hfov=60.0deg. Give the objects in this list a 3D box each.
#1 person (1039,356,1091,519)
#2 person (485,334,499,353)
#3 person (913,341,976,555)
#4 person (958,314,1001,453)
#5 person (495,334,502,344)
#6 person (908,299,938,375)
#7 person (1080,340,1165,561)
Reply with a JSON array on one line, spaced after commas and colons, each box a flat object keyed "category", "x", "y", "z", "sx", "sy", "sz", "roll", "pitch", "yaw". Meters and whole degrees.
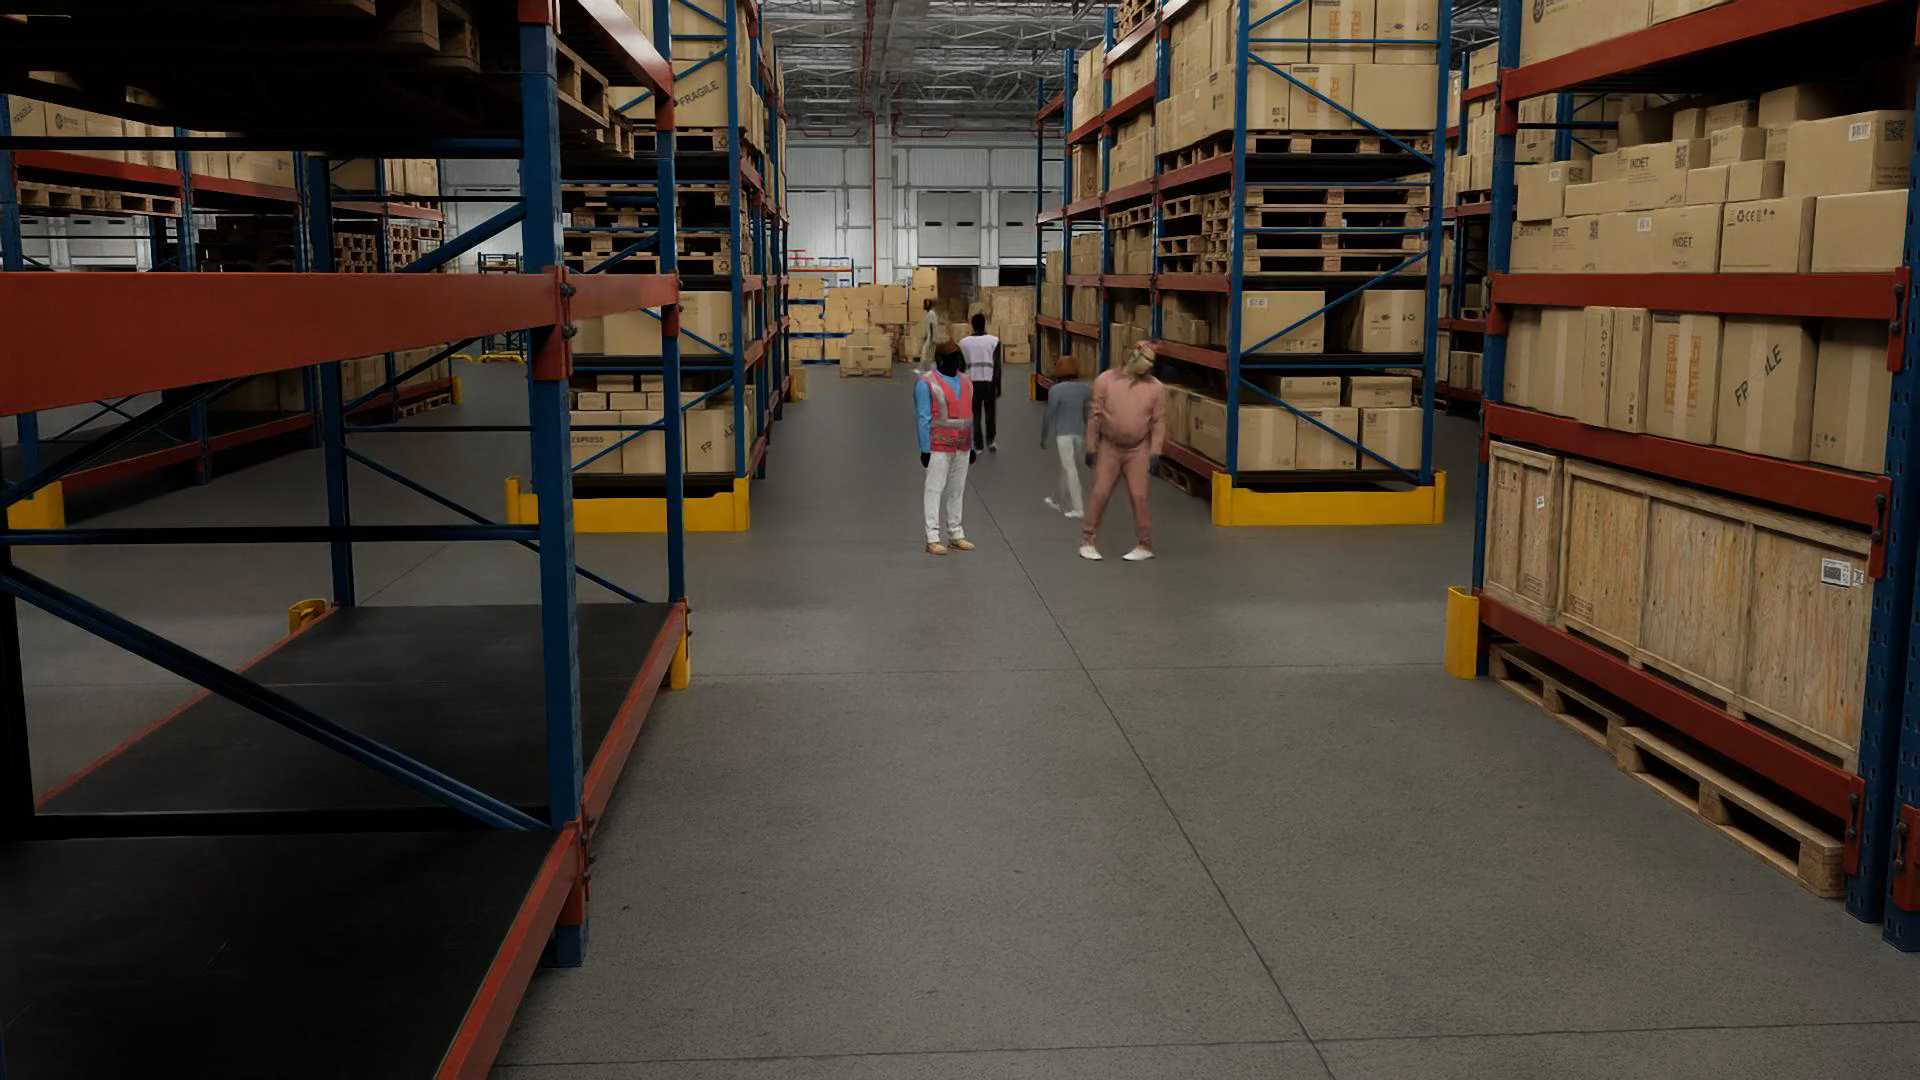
[{"category": "person", "x": 1.009, "y": -1.033, "z": 16.599, "sx": 0.526, "sy": 1.593, "sz": 0.802, "roll": -7, "pitch": 11, "yaw": -36}, {"category": "person", "x": -14.568, "y": -6.762, "z": 51.606, "sx": 0.381, "sy": 1.917, "sz": 0.584, "roll": 6, "pitch": 11, "yaw": 35}, {"category": "person", "x": -0.103, "y": -0.799, "z": 14.398, "sx": 0.631, "sy": 1.843, "sz": 0.429, "roll": -8, "pitch": 12, "yaw": -42}, {"category": "person", "x": 0.279, "y": -2.138, "z": 22.733, "sx": 0.615, "sy": 1.864, "sz": 0.863, "roll": 1, "pitch": 9, "yaw": 6}, {"category": "person", "x": -15.826, "y": -7.546, "z": 56.532, "sx": 0.829, "sy": 1.911, "sz": 0.662, "roll": -5, "pitch": 10, "yaw": -27}, {"category": "person", "x": -0.802, "y": -4.886, "z": 40.091, "sx": 0.912, "sy": 1.827, "sz": 0.522, "roll": 2, "pitch": 9, "yaw": 12}, {"category": "person", "x": 1.393, "y": -0.757, "z": 14.049, "sx": 0.668, "sy": 1.876, "sz": 0.407, "roll": 0, "pitch": 9, "yaw": 2}]
